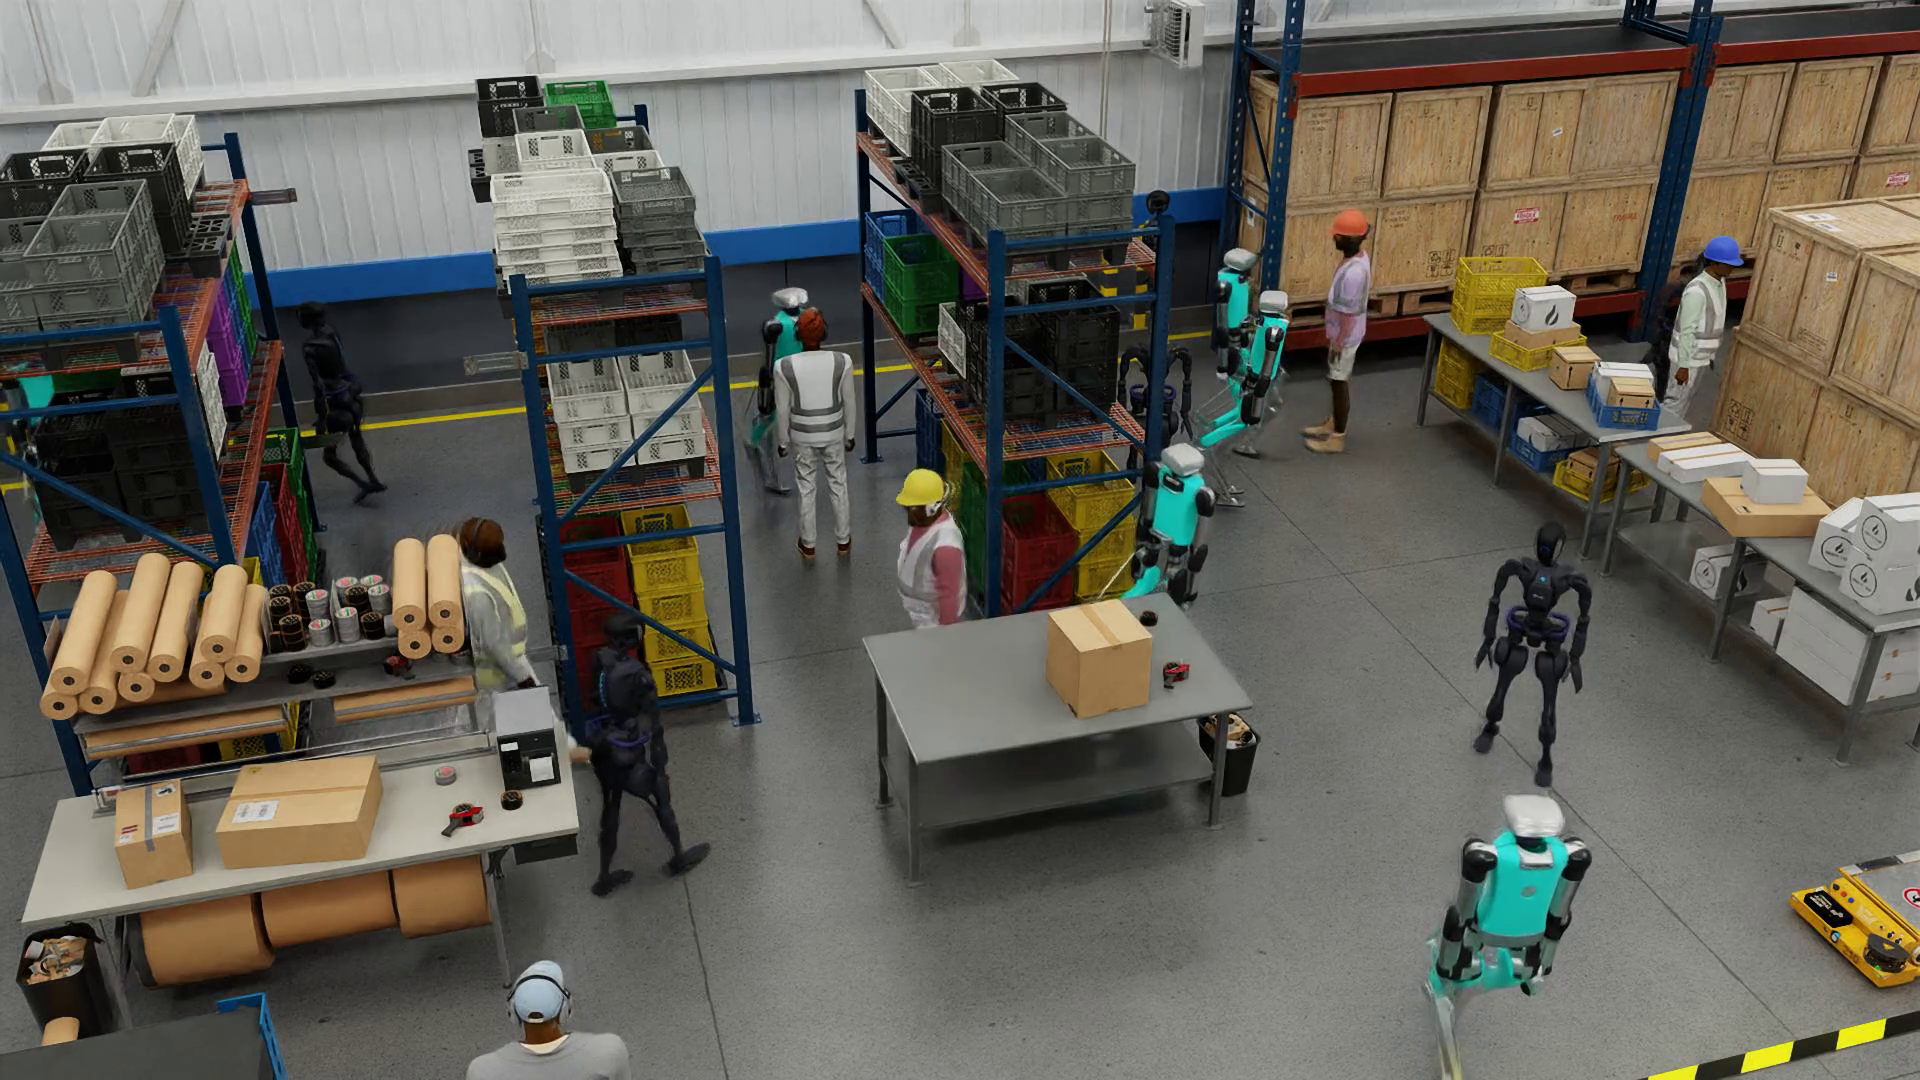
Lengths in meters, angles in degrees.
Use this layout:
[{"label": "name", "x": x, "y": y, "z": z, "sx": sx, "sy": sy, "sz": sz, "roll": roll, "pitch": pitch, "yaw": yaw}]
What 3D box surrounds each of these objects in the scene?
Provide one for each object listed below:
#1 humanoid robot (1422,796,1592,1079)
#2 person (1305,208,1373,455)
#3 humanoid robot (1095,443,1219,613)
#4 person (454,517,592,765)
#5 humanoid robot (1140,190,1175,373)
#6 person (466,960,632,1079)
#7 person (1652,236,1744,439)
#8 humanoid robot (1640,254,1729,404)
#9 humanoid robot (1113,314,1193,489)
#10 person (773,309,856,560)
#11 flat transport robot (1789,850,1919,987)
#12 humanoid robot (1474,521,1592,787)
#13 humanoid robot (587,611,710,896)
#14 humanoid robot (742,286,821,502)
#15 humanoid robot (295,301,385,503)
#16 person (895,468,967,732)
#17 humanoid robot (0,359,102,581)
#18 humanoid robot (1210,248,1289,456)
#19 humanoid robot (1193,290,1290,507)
[{"label": "humanoid robot", "x": 2.327, "y": 1.765, "z": 7.504, "sx": 0.549, "sy": 1.853, "sz": 0.854, "roll": -2, "pitch": 29, "yaw": -3}, {"label": "person", "x": 3.055, "y": -1.673, "z": 13.367, "sx": 0.385, "sy": 2.041, "sz": 0.611, "roll": 4, "pitch": 29, "yaw": 8}, {"label": "humanoid robot", "x": 1.149, "y": 0.284, "z": 10.146, "sx": 0.958, "sy": 1.761, "sz": 0.566, "roll": -22, "pitch": 36, "yaw": -34}, {"label": "person", "x": -2.542, "y": 0.660, "z": 9.381, "sx": 0.945, "sy": 1.791, "sz": 0.637, "roll": -3, "pitch": 29, "yaw": -6}, {"label": "humanoid robot", "x": 1.756, "y": -2.321, "z": 14.908, "sx": 0.315, "sy": 1.655, "sz": 0.599, "roll": 5, "pitch": 29, "yaw": 8}, {"label": "person", "x": -1.495, "y": 2.326, "z": 6.285, "sx": 0.596, "sy": 1.850, "sz": 0.398, "roll": -8, "pitch": 30, "yaw": -14}, {"label": "person", "x": 5.773, "y": -1.457, "z": 13.070, "sx": 0.403, "sy": 1.945, "sz": 0.610, "roll": 21, "pitch": 35, "yaw": 33}, {"label": "humanoid robot", "x": 5.882, "y": -1.582, "z": 13.589, "sx": 0.609, "sy": 1.641, "sz": 0.431, "roll": -3, "pitch": 29, "yaw": -6}, {"label": "humanoid robot", "x": 1.443, "y": -0.935, "z": 12.384, "sx": 0.599, "sy": 1.657, "sz": 0.315, "roll": 0, "pitch": 29, "yaw": 0}, {"label": "person", "x": -1.017, "y": -0.739, "z": 11.831, "sx": 0.572, "sy": 1.882, "sz": 0.359, "roll": -5, "pitch": 29, "yaw": -9}, {"label": "flat transport robot", "x": 5.163, "y": 1.916, "z": 8.676, "sx": 1.431, "sy": 0.231, "sz": 0.659, "roll": -8, "pitch": 30, "yaw": -14}, {"label": "humanoid robot", "x": 3.322, "y": 0.604, "z": 9.608, "sx": 0.609, "sy": 1.636, "sz": 0.410, "roll": 14, "pitch": 32, "yaw": 24}, {"label": "humanoid robot", "x": -1.730, "y": 1.104, "z": 8.709, "sx": 0.591, "sy": 1.642, "sz": 0.636, "roll": 24, "pitch": 37, "yaw": 37}, {"label": "humanoid robot", "x": -1.433, "y": -1.132, "z": 12.686, "sx": 0.739, "sy": 1.775, "sz": 0.538, "roll": 25, "pitch": 37, "yaw": 37}, {"label": "humanoid robot", "x": -4.683, "y": -1.042, "z": 12.590, "sx": 0.386, "sy": 1.639, "sz": 0.602, "roll": 2, "pitch": 29, "yaw": 3}, {"label": "person", "x": -0.153, "y": 0.385, "z": 9.861, "sx": 0.449, "sy": 1.818, "sz": 0.594, "roll": -6, "pitch": 29, "yaw": -12}, {"label": "humanoid robot", "x": -6.254, "y": -0.496, "z": 11.525, "sx": 0.547, "sy": 1.720, "sz": 1.001, "roll": -8, "pitch": 30, "yaw": -14}, {"label": "humanoid robot", "x": 2.313, "y": -1.418, "z": 13.245, "sx": 0.779, "sy": 1.802, "sz": 0.557, "roll": 15, "pitch": 32, "yaw": 25}, {"label": "humanoid robot", "x": 2.031, "y": -1.059, "z": 12.459, "sx": 0.744, "sy": 1.686, "sz": 0.532, "roll": 3, "pitch": 29, "yaw": 5}]
